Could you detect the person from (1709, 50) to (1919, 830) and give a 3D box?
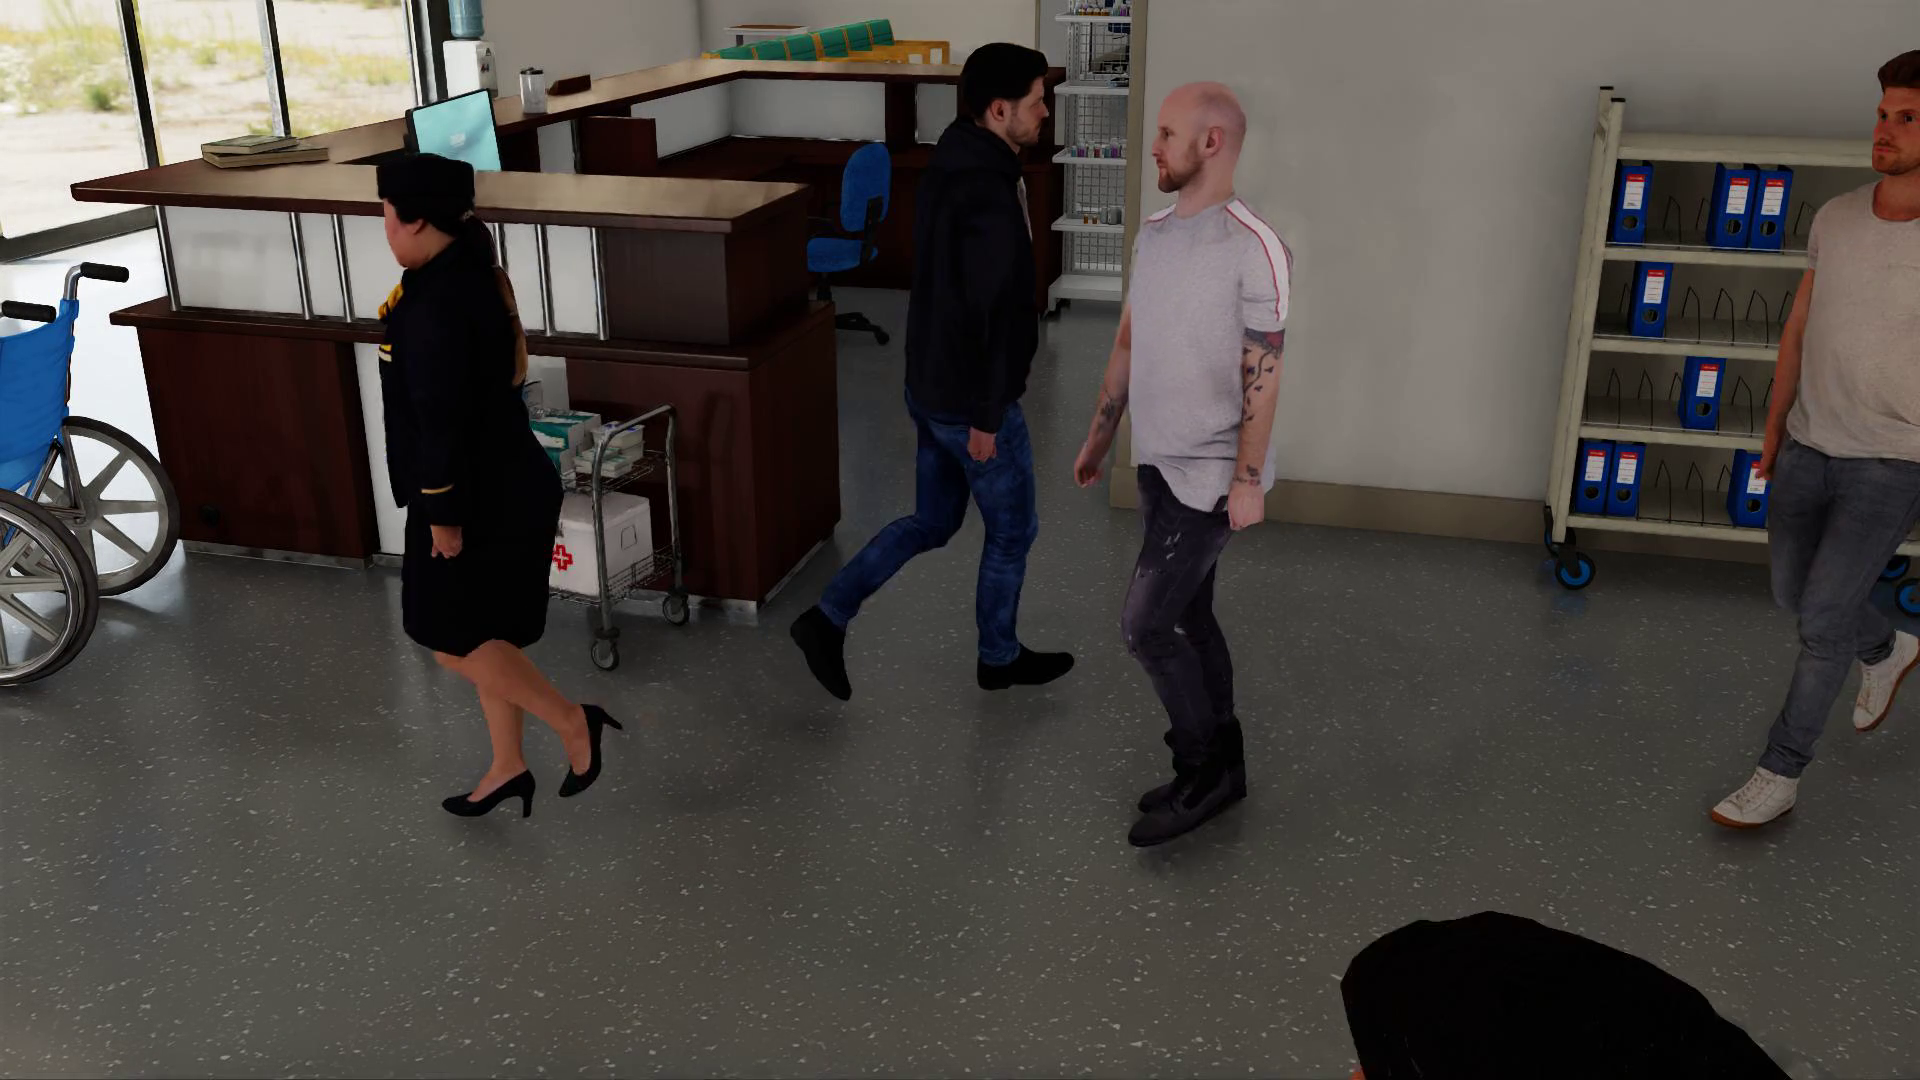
[{"bbox_3d":[2.268,-0.221,4.094,1.195,1.875,1.130,-11,24,-28],"label":"person"}]

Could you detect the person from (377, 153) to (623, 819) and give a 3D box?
[{"bbox_3d":[-1.088,-0.078,4.037,0.844,1.649,0.810,-2,21,-4],"label":"person"}]

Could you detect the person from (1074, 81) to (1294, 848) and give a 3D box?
[{"bbox_3d":[0.658,-0.169,4.045,0.836,1.812,0.797,-8,22,-20],"label":"person"}]

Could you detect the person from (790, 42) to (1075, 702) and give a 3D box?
[{"bbox_3d":[-0.073,-0.383,4.549,1.218,1.855,1.077,-8,22,-20],"label":"person"}]
